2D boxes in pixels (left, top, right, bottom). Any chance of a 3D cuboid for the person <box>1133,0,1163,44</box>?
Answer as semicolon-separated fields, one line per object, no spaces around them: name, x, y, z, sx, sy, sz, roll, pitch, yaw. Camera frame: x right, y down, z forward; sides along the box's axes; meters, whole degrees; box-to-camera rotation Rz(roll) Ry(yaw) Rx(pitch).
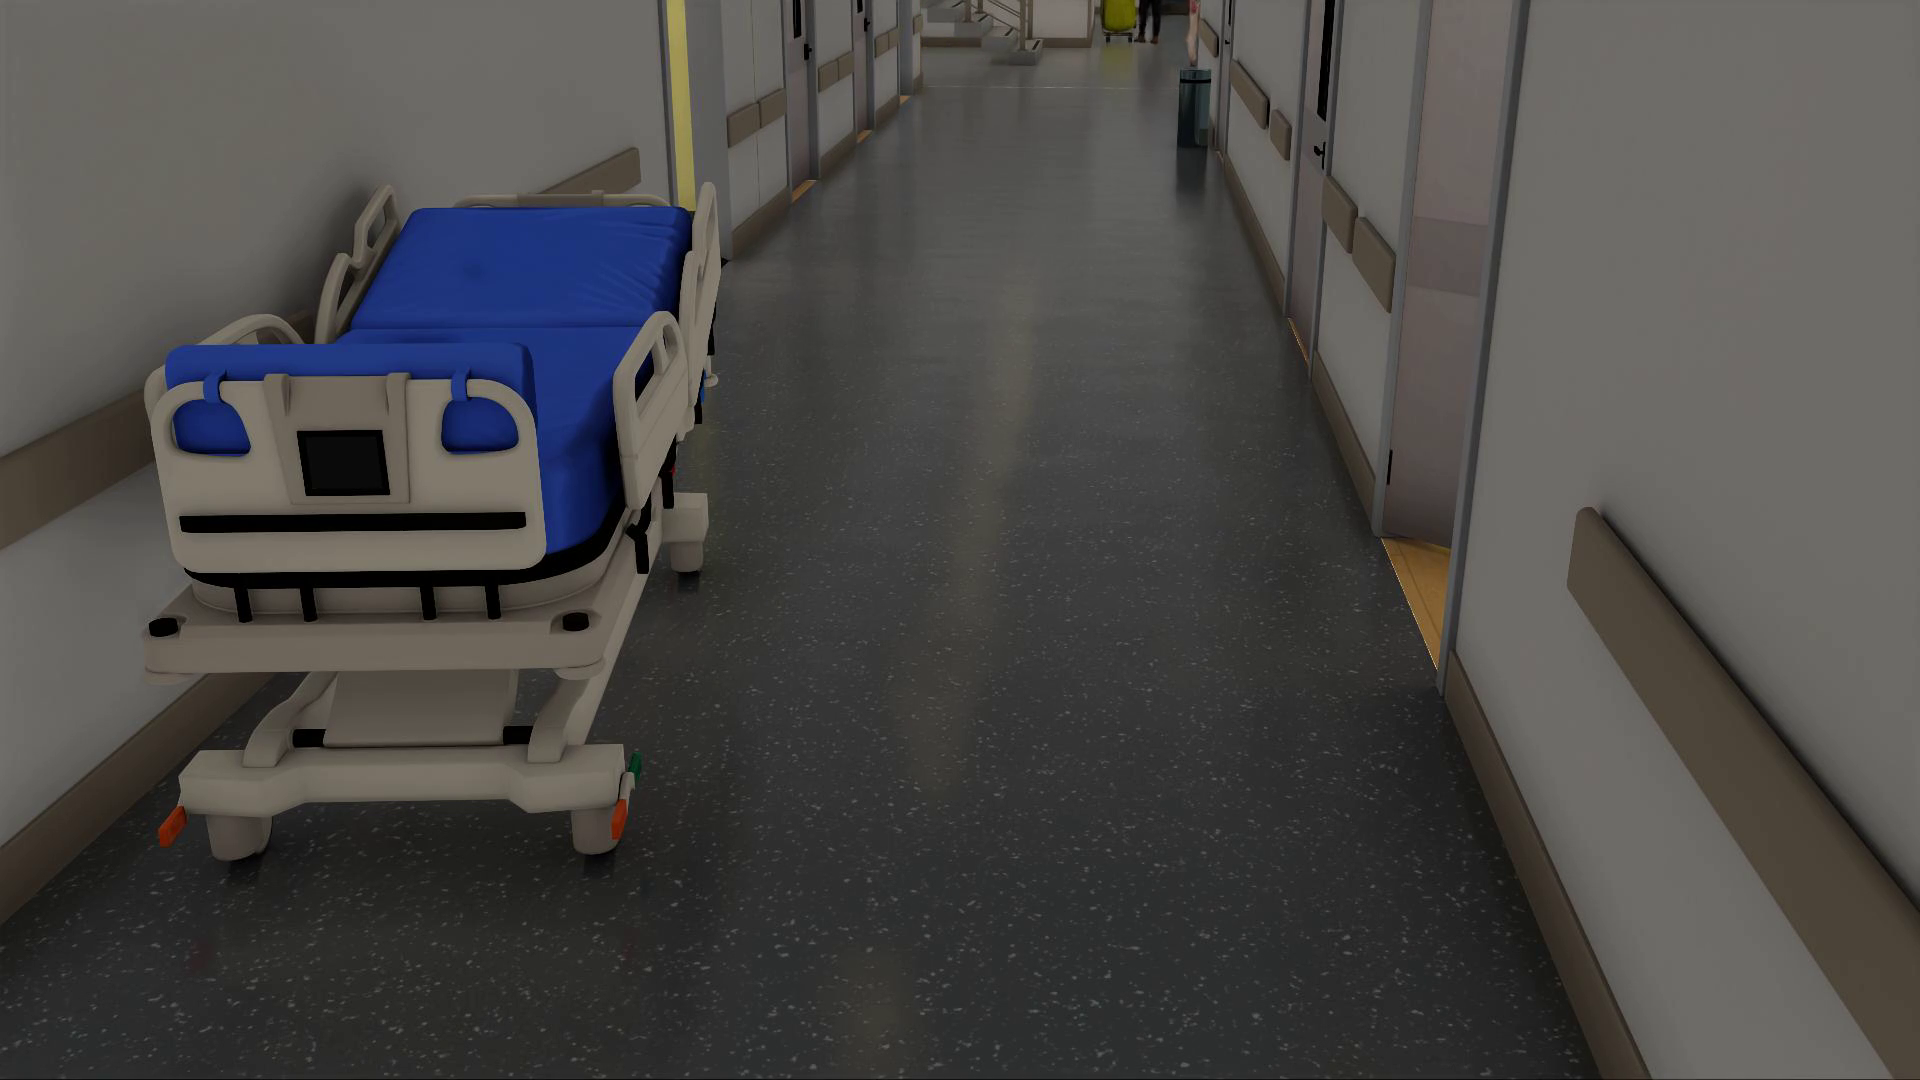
person;3.294;-9.310;28.241;0.923;1.699;0.942;12;24;29
